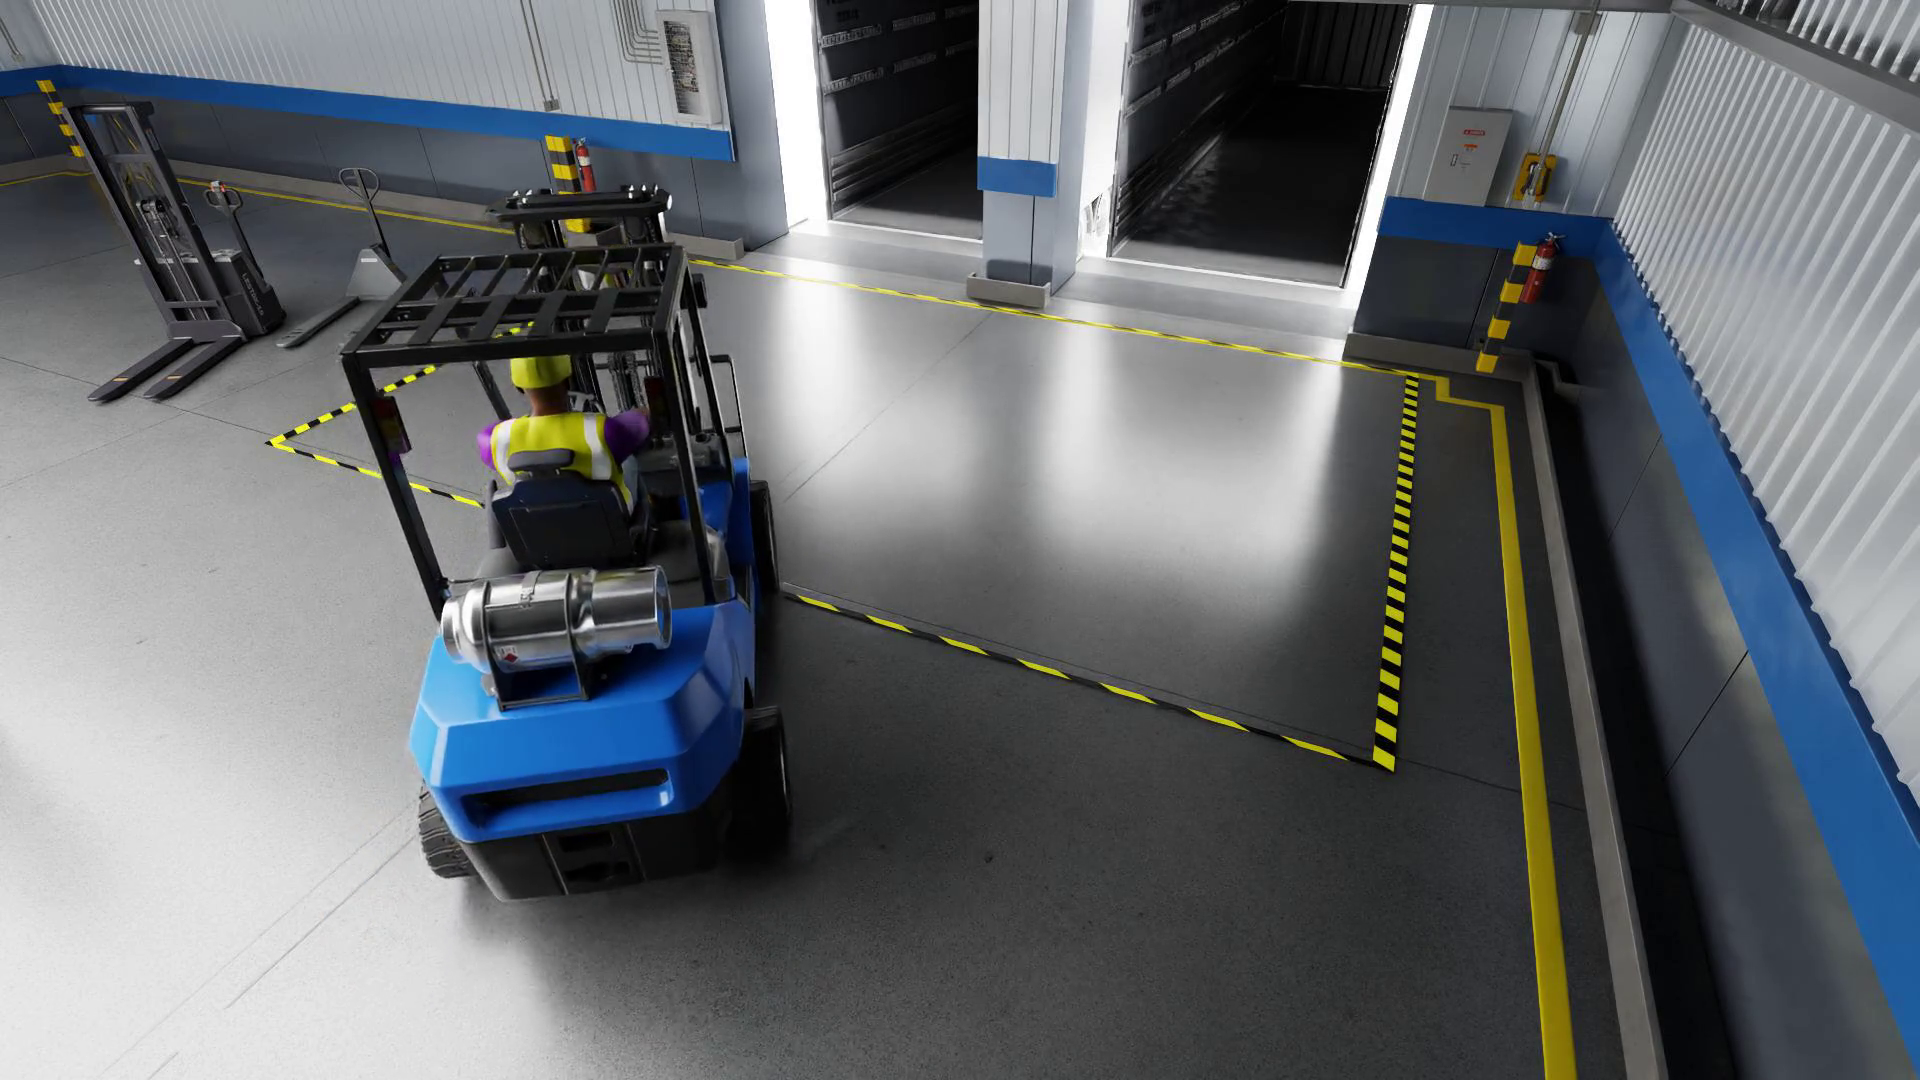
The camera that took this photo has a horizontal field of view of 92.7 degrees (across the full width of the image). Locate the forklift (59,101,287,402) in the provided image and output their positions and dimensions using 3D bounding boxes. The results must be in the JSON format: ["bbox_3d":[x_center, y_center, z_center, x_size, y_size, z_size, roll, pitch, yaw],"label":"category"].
[{"bbox_3d":[-6.686,-2.387,7.434,0.823,1.965,1.885,-3,35,-5],"label":"forklift"}]

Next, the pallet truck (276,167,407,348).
[{"bbox_3d":[-5.732,-2.611,8.414,0.680,1.201,1.601,-1,35,-1],"label":"pallet truck"}]

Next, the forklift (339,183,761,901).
[{"bbox_3d":[-1.567,-0.188,3.979,1.157,2.036,2.680,-6,35,-8],"label":"forklift"}]

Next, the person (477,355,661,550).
[{"bbox_3d":[-1.567,-0.376,3.921,0.630,1.294,1.004,-6,35,-8],"label":"person"}]
